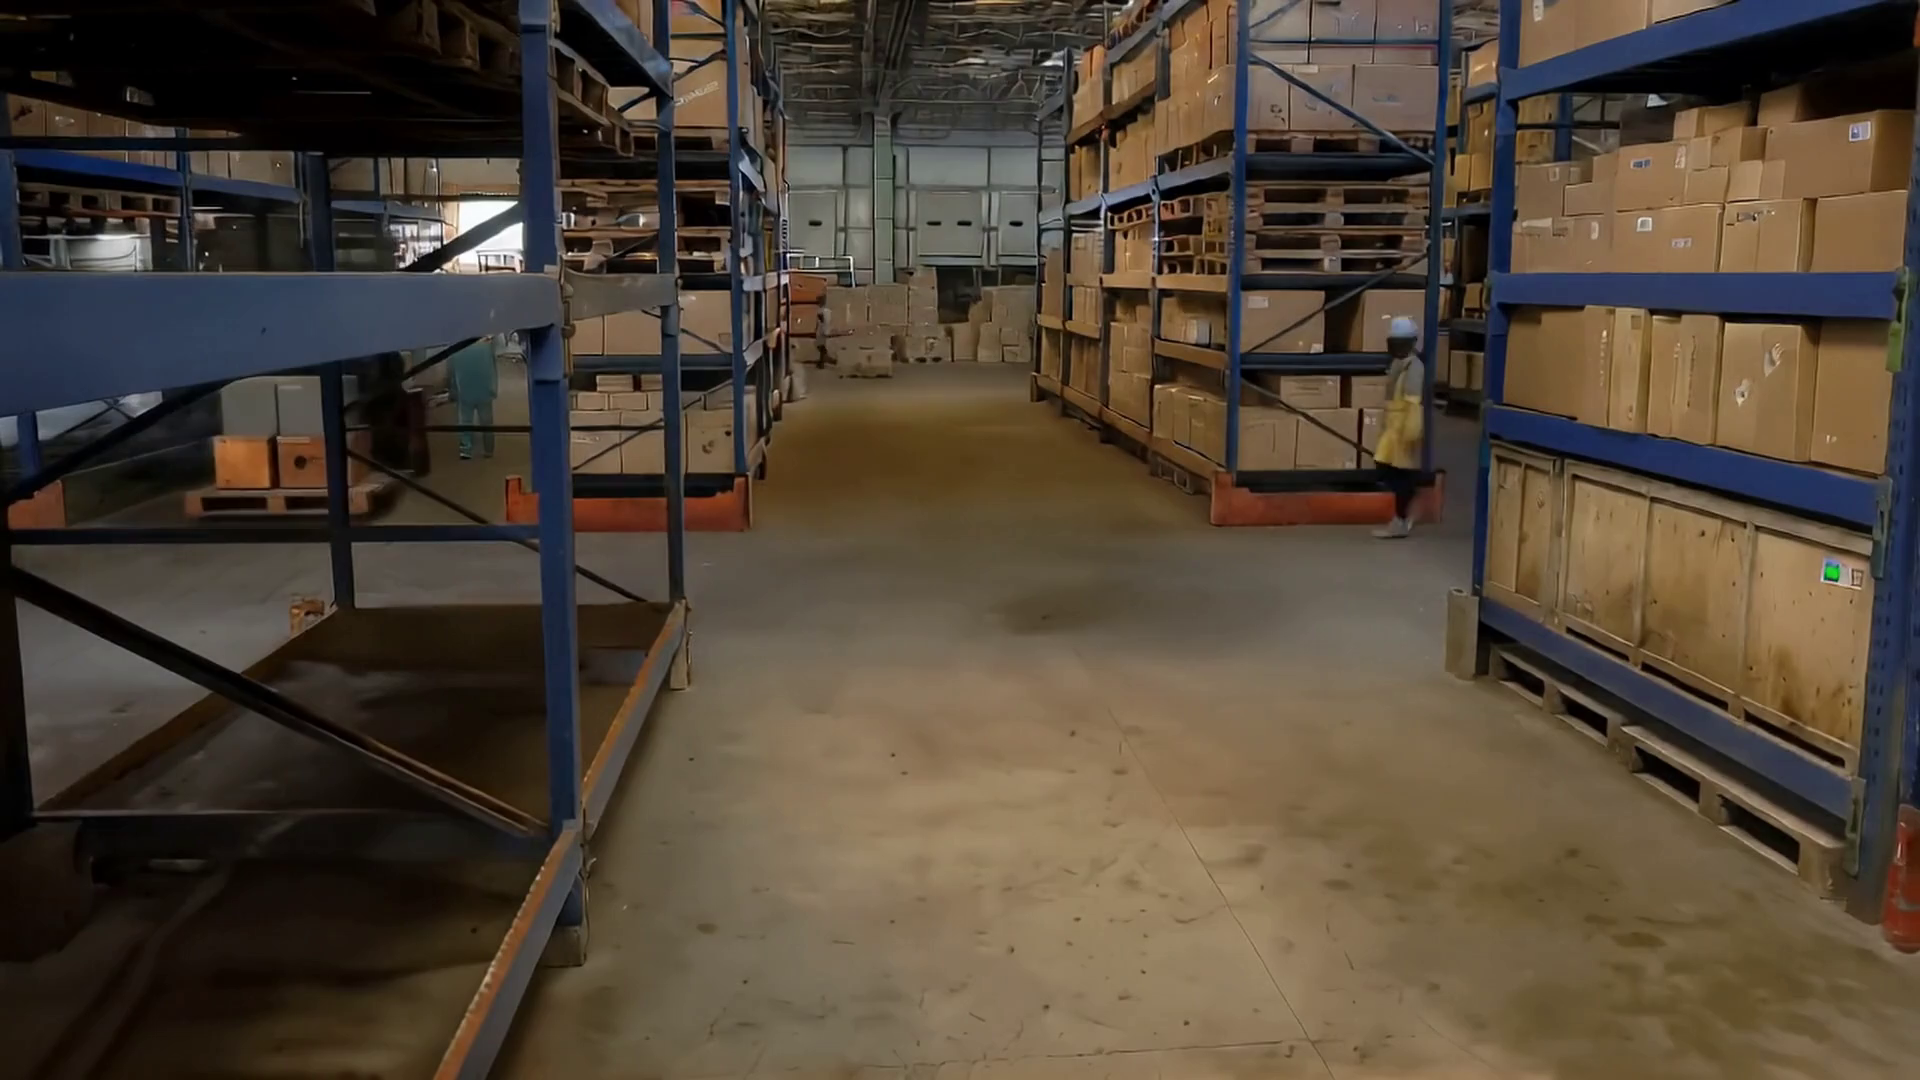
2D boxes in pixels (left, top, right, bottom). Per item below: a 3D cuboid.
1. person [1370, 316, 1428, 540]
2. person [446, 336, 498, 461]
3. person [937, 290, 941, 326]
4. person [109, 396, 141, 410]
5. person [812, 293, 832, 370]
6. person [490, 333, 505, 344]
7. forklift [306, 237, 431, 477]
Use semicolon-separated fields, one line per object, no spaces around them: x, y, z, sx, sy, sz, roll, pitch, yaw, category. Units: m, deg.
3.981;-0.998;15.045;0.446;2.033;0.629;-1;9;-4;person
-6.352;-1.986;21.656;0.651;1.904;0.403;-5;10;-29;person
-0.784;-7.398;55.590;0.696;1.914;0.551;-1;9;-5;person
-14.949;-3.334;29.695;0.536;2.000;0.688;4;10;25;person
-3.453;-5.247;41.977;0.483;1.954;0.604;6;11;31;person
-16.186;-7.708;57.999;0.949;1.783;0.543;8;12;40;person
-6.805;-2.024;18.839;1.129;2.768;1.873;-1;9;-4;forklift
